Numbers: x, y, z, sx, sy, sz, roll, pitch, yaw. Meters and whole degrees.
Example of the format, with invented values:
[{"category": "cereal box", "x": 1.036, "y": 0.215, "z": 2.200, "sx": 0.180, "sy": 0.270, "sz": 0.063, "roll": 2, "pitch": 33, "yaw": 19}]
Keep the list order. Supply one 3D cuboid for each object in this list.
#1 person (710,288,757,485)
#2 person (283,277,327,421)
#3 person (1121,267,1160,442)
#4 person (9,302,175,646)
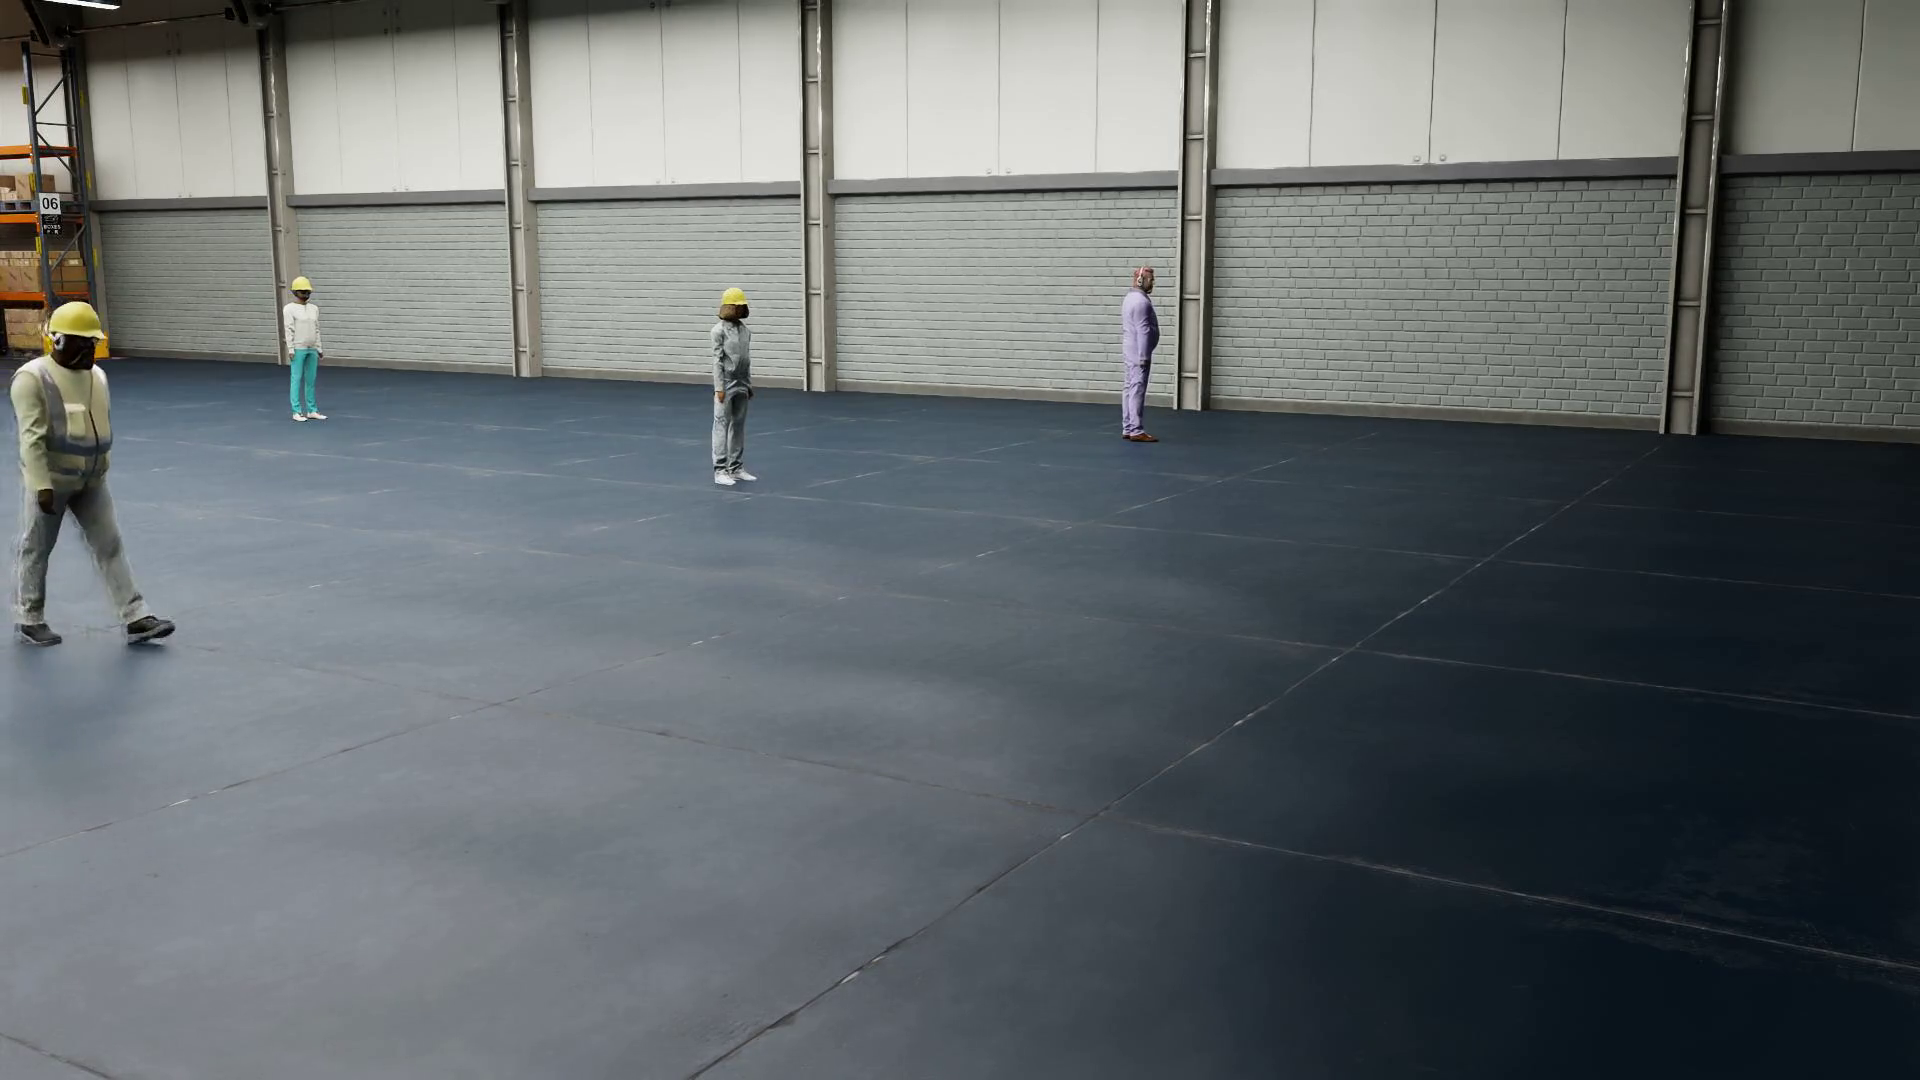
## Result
[{"category": "person", "x": -2.009, "y": -1.369, "z": 14.825, "sx": 0.307, "sy": 1.745, "sz": 0.484, "roll": 6, "pitch": 11, "yaw": 32}, {"category": "person", "x": -8.070, "y": -2.347, "z": 20.489, "sx": 0.311, "sy": 1.768, "sz": 0.522, "roll": 5, "pitch": 11, "yaw": 25}, {"category": "person", "x": 1.982, "y": -2.028, "z": 18.219, "sx": 0.400, "sy": 1.905, "sz": 0.643, "roll": -1, "pitch": 10, "yaw": -6}, {"category": "person", "x": -4.541, "y": -0.322, "z": 8.552, "sx": 0.917, "sy": 1.778, "sz": 0.617, "roll": 3, "pitch": 10, "yaw": 20}]
